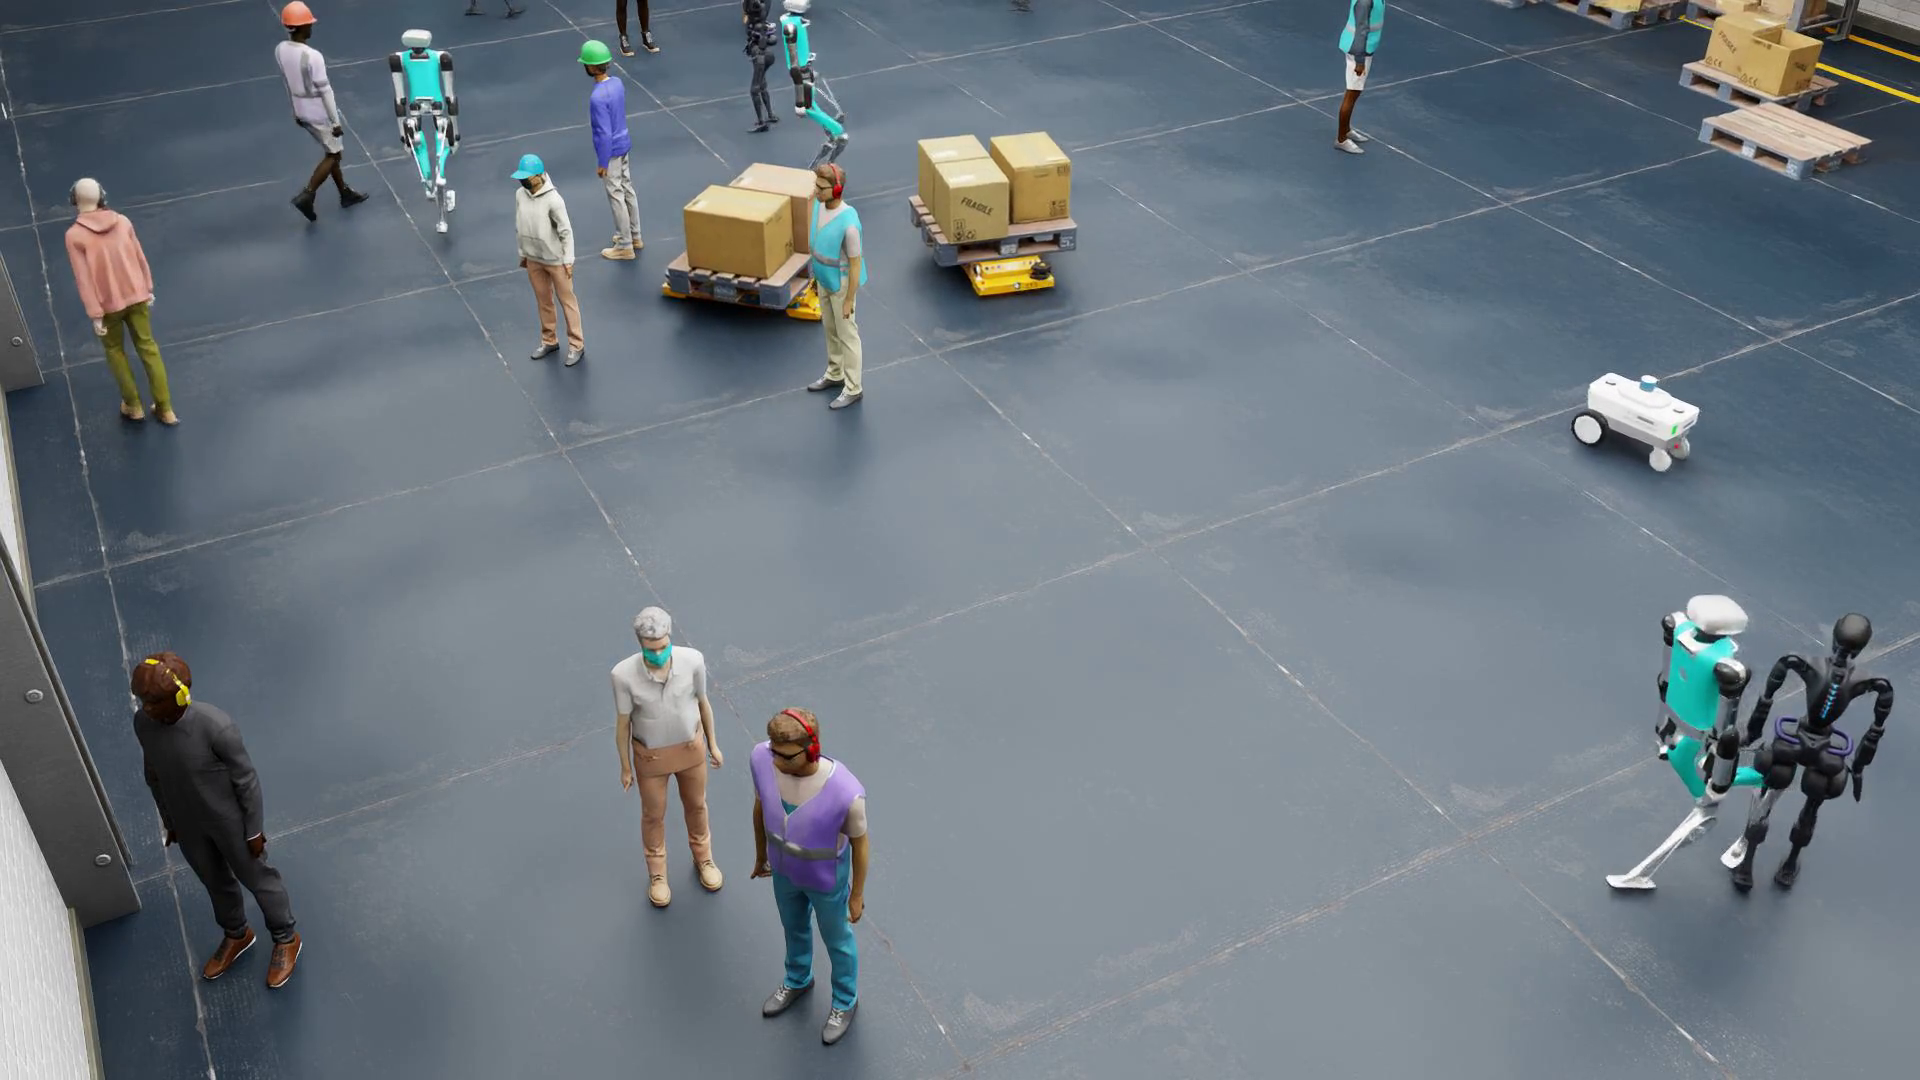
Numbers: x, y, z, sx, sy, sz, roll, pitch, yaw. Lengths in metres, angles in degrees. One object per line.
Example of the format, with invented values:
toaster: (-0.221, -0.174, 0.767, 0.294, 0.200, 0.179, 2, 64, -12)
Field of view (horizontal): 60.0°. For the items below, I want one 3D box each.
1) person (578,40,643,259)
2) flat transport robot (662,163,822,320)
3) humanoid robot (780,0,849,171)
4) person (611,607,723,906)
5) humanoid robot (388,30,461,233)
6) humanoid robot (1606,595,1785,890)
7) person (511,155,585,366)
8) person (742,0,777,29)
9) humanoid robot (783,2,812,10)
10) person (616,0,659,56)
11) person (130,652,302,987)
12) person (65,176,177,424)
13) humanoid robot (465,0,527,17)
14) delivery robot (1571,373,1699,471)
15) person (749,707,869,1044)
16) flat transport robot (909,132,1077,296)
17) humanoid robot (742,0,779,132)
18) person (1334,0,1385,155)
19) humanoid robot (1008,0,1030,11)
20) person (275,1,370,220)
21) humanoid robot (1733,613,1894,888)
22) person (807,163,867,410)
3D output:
person: (-2.950, -3.274, 13.997, 0.359, 1.870, 0.468, 8, 36, 11)
flat transport robot: (-1.676, -2.135, 13.764, 1.431, 0.231, 0.659, 11, 37, 16)
humanoid robot: (-1.253, -4.090, 15.272, 0.743, 1.780, 0.530, 2, 35, 3)
person: (-1.394, 1.021, 7.970, 0.492, 1.743, 0.305, -13, 37, -18)
humanoid robot: (-4.588, -3.434, 14.361, 0.535, 1.723, 1.030, -5, 35, -8)
humanoid robot: (3.762, 0.979, 8.075, 1.034, 1.762, 0.562, -9, 36, -12)
person: (-3.106, -2.096, 12.481, 0.476, 1.674, 0.379, 14, 37, 19)
person: (-2.373, -6.729, 19.080, 0.321, 1.693, 0.530, -21, 40, -27)
humanoid robot: (-1.850, -7.050, 19.385, 0.735, 1.677, 0.533, -19, 39, -25)
person: (-3.644, -6.326, 18.281, 0.605, 1.958, 0.374, -18, 39, -24)
person: (-3.375, 1.267, 7.508, 0.501, 1.874, 0.344, 6, 35, 8)
person: (-5.926, -1.673, 11.770, 0.581, 1.797, 0.548, 29, 44, 35)
humanoid robot: (-5.548, -6.947, 19.442, 0.762, 1.622, 0.609, -4, 35, -6)
delivery robot: (4.772, -0.876, 11.727, 0.499, 0.606, 0.807, -27, 43, -33)
person: (-0.651, 1.440, 7.285, 0.571, 1.843, 0.376, 19, 39, 24)
flat transport robot: (0.278, -2.517, 14.309, 0.659, 0.231, 1.431, -9, 36, -13)
humanoid robot: (-2.028, -4.910, 16.494, 0.403, 1.648, 0.589, -13, 37, -18)
person: (3.859, -4.710, 15.986, 0.430, 1.938, 0.560, 12, 37, 16)
humanoid robot: (0.707, -7.118, 19.658, 0.325, 1.655, 0.590, 10, 36, 14)
person: (-5.723, -3.760, 14.662, 0.551, 1.907, 0.764, 21, 40, 27)
humanoid robot: (4.071, 1.027, 8.030, 0.591, 1.668, 0.368, 16, 38, 21)
person: (-0.882, -1.836, 11.960, 0.391, 1.849, 0.564, -20, 40, -26)
